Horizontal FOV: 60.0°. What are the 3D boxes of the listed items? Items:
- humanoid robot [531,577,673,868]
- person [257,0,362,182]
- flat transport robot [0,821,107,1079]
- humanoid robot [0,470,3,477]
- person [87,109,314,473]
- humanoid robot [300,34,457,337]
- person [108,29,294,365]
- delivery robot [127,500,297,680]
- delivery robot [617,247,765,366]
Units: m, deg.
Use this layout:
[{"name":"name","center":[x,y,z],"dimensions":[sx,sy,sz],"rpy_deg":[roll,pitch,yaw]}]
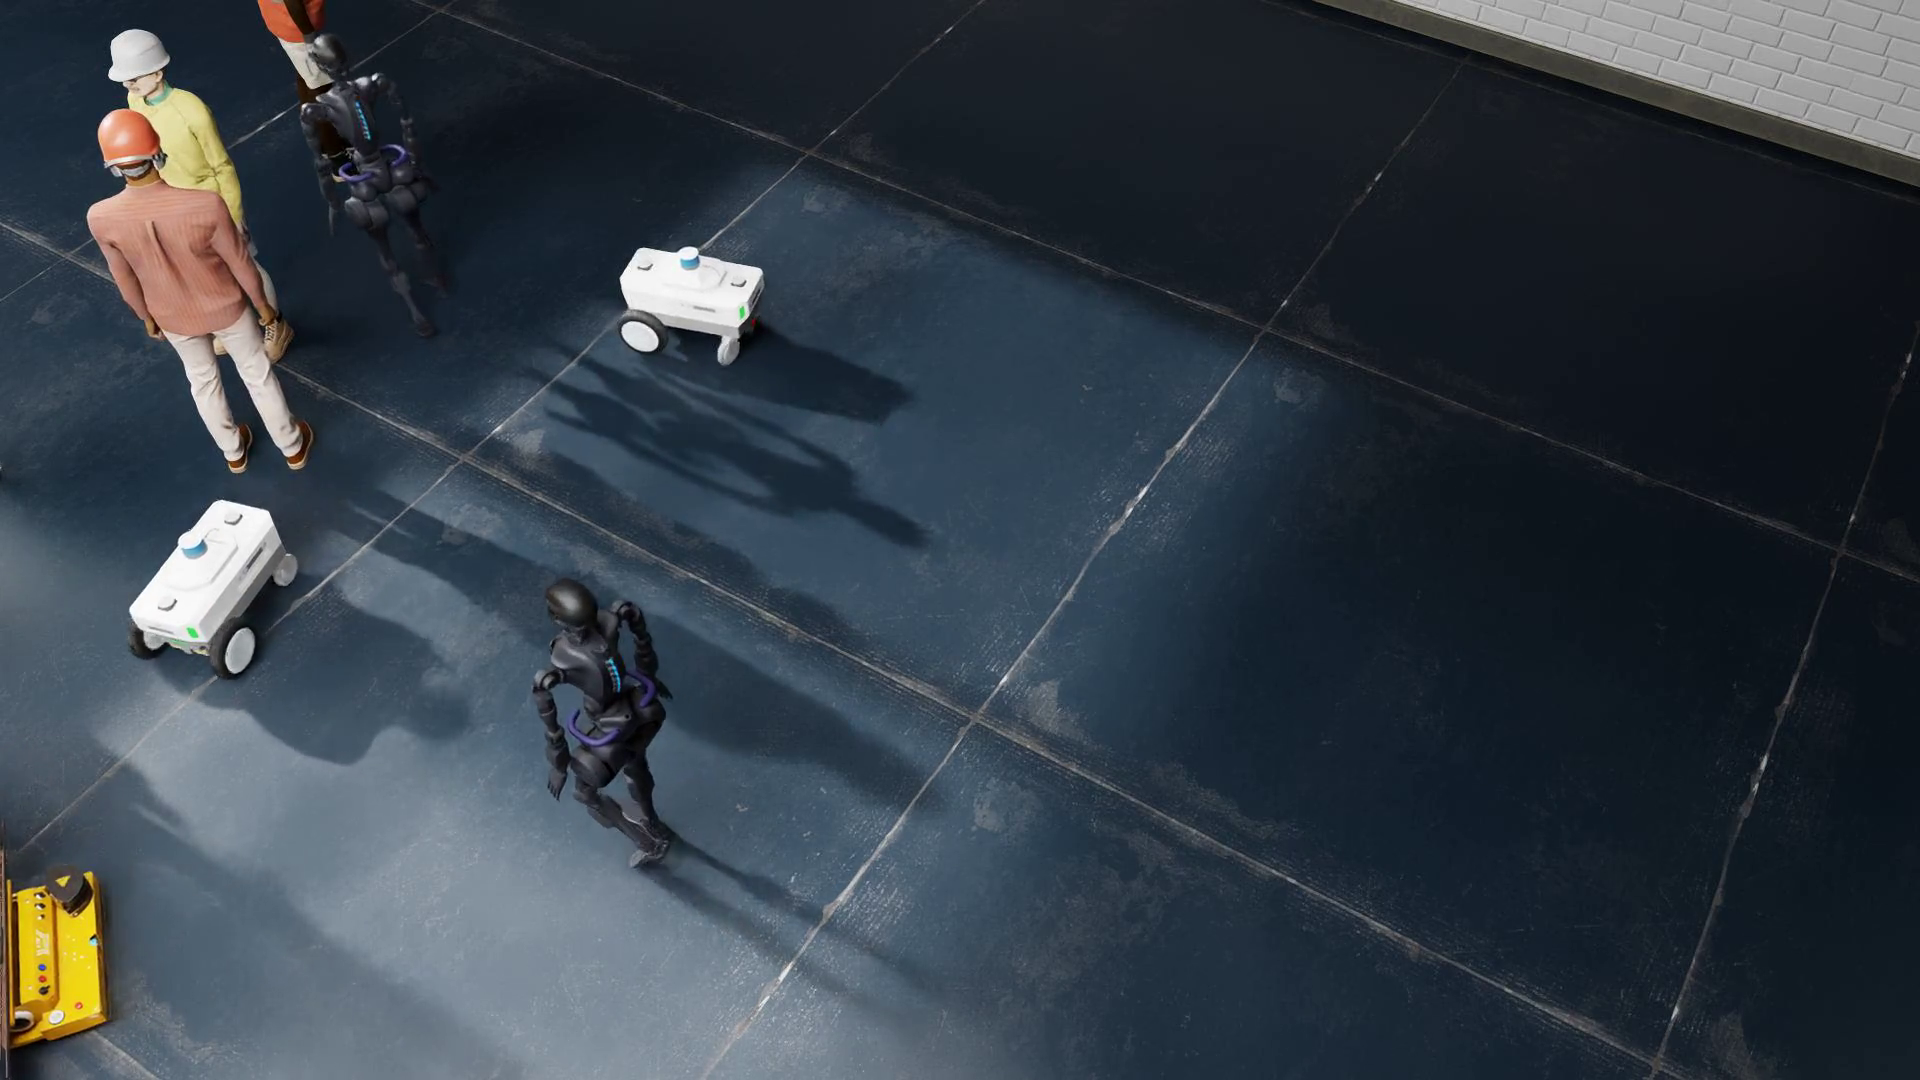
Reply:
[{"name":"humanoid robot","center":[-1.289,0.703,6.259],"dimensions":[0.389,1.645,0.609],"rpy_deg":[28,54,22]},{"name":"person","center":[-3.670,-2.907,9.230],"dimensions":[0.367,1.966,0.603],"rpy_deg":[-24,53,-19]},{"name":"flat transport robot","center":[-4.021,1.748,6.287],"dimensions":[1.431,0.231,0.659],"rpy_deg":[-17,51,-14]},{"name":"humanoid robot","center":[-5.010,-0.969,7.724],"dimensions":[0.546,1.823,0.884],"rpy_deg":[-33,56,-25]},{"name":"person","center":[-3.479,-1.088,7.630],"dimensions":[0.611,1.986,0.403],"rpy_deg":[-6,49,-5]},{"name":"humanoid robot","center":[-2.945,-1.787,8.473],"dimensions":[0.610,1.651,0.416],"rpy_deg":[-34,57,-26]},{"name":"person","center":[-3.734,-1.679,8.208],"dimensions":[0.473,1.892,0.385],"rpy_deg":[16,51,13]},{"name":"delivery robot","center":[-3.355,0.208,7.444],"dimensions":[0.499,0.595,0.783],"rpy_deg":[12,50,11]},{"name":"delivery robot","center":[-1.422,-1.272,8.740],"dimensions":[0.769,0.598,0.519],"rpy_deg":[11,50,10]}]
